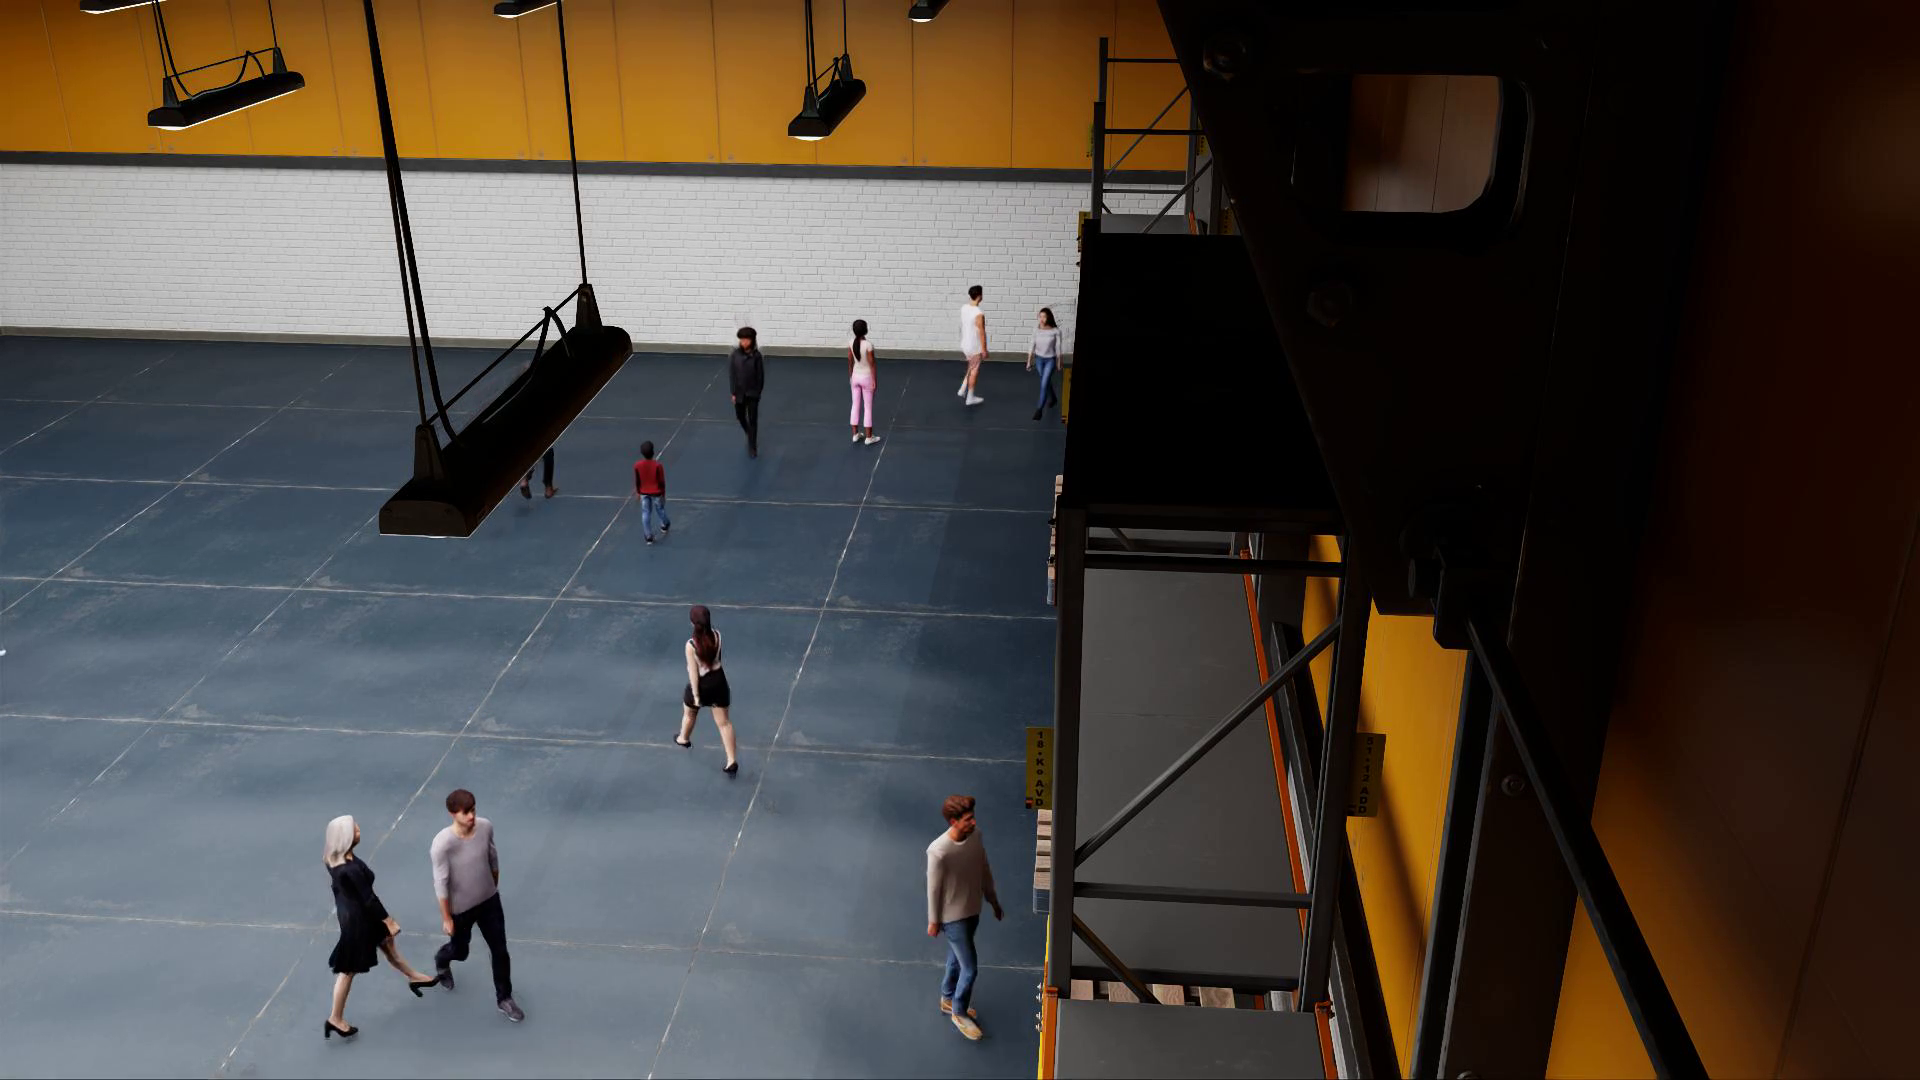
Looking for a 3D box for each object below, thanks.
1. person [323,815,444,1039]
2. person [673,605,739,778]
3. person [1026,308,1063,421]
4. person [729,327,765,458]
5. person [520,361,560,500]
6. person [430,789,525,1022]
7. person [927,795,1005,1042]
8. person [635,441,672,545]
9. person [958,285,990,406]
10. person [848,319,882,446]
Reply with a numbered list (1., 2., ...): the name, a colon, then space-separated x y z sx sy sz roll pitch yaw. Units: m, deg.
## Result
1. person: -4.264 2.740 11.607 1.131 1.706 1.116 -16 29 -33
2. person: -2.194 1.377 14.858 1.060 1.600 1.079 -21 31 -39
3. person: 1.263 -2.554 23.866 0.927 1.588 1.177 13 27 28
4. person: -2.894 -2.047 22.499 0.733 1.754 1.147 -2 24 -4
5. person: -5.311 -1.336 20.788 0.802 1.822 1.007 6 24 14
6. person: -3.546 2.560 11.879 1.161 1.818 1.152 22 32 40
7. person: -0.076 2.584 11.732 0.868 1.892 0.796 16 28 32
8. person: -3.677 -0.547 19.715 0.530 1.235 0.775 1 24 3
9. person: 0.113 -2.813 24.225 0.853 1.774 0.781 -12 26 -25
10. person: -1.340 -2.184 22.825 0.659 1.742 0.653 14 27 28
